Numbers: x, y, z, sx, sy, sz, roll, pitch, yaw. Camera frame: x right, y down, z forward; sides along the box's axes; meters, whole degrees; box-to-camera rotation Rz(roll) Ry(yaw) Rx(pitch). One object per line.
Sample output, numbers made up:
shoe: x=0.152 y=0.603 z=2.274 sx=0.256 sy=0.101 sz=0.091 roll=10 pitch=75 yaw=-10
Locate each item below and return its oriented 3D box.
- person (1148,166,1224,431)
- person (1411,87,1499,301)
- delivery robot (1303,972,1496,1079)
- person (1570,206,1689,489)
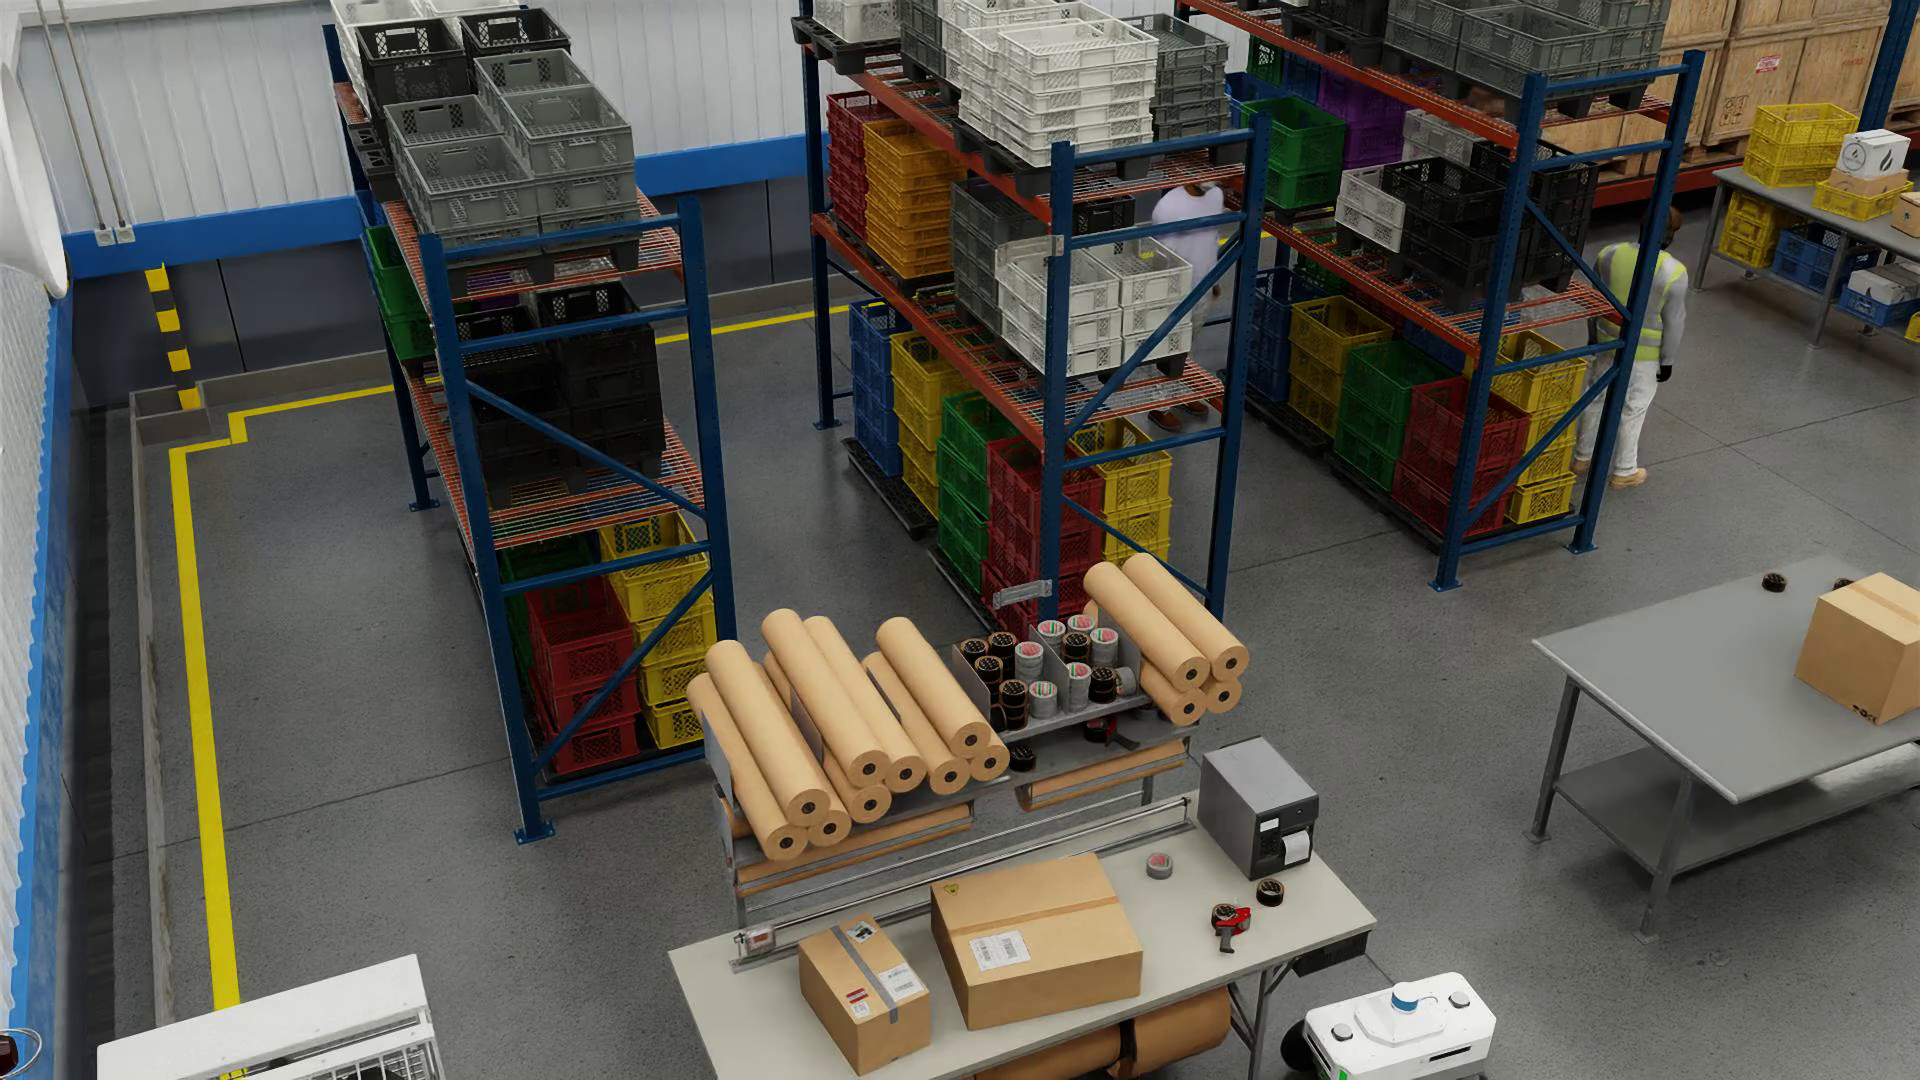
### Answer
person: x=1.515 y=-1.690 z=11.111 sx=0.627 sy=1.940 sz=0.372 roll=-27 pitch=40 yaw=-36
person: x=3.887 y=-2.615 z=12.708 sx=0.560 sy=1.847 sz=0.865 roll=-18 pitch=36 yaw=-27
delivery robot: x=1.704 y=1.924 z=6.464 sx=0.707 sy=0.478 sz=0.477 roll=-10 pitch=33 yaw=-16
person: x=4.212 y=-1.212 z=10.432 sx=0.429 sy=1.838 sz=0.622 roll=-23 pitch=38 yaw=-32
